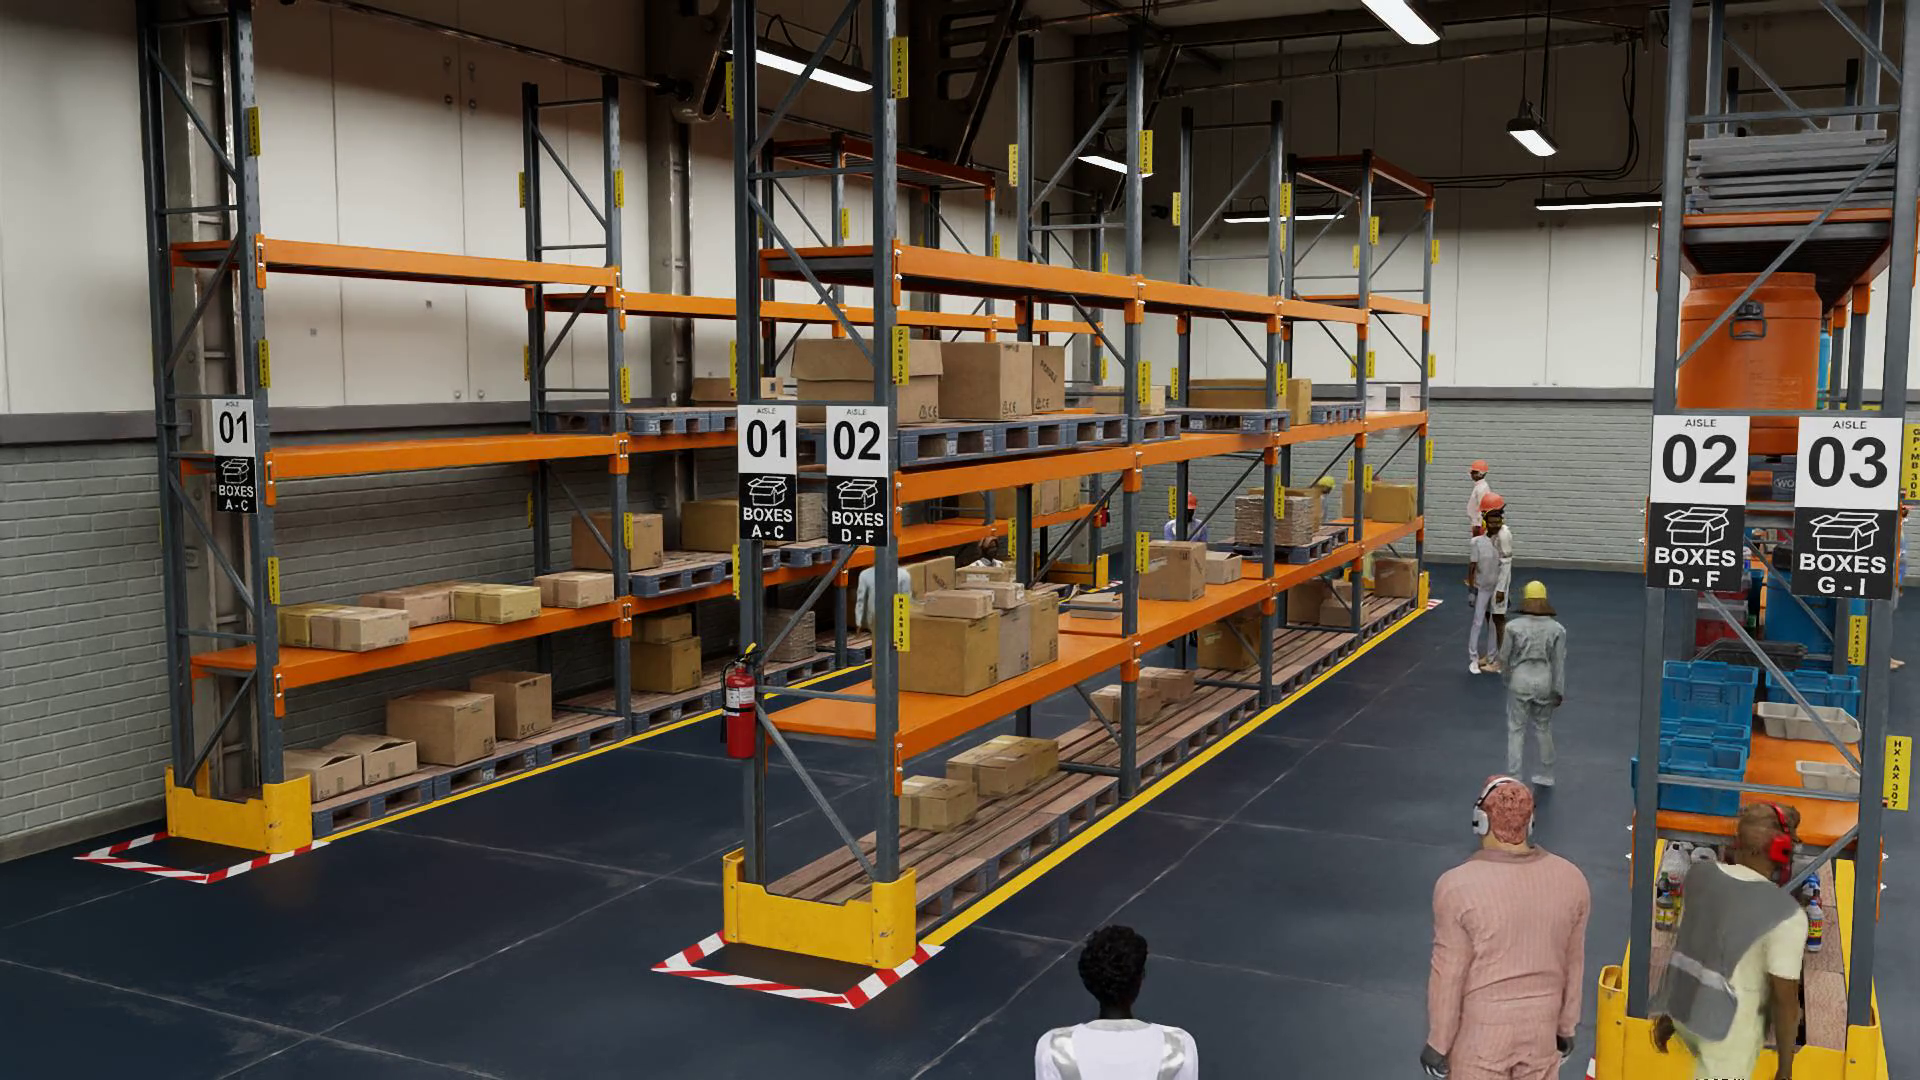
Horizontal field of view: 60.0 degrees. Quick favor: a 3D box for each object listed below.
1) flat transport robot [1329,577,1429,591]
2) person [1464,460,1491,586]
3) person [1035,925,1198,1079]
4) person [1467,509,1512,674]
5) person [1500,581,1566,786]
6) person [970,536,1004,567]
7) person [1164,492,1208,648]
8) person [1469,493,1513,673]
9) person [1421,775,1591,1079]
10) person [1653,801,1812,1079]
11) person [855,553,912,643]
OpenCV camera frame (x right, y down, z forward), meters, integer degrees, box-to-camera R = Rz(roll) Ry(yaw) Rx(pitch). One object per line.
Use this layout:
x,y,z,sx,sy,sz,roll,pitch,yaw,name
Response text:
6.367,0.690,25.282,1.431,0.197,0.652,2,6,21,flat transport robot
8.196,-0.267,26.296,0.373,1.997,0.619,2,6,15,person
0.491,2.049,5.212,0.533,1.698,0.322,0,6,0,person
5.965,0.577,18.701,0.516,1.871,0.325,-1,6,-9,person
4.630,1.184,13.509,0.499,1.715,0.433,1,6,5,person
0.291,0.776,17.845,0.522,1.645,0.306,-6,8,-44,person
2.776,0.375,20.413,0.542,1.928,0.400,-1,6,-8,person
6.011,0.485,18.789,0.394,2.037,0.605,0,6,0,person
2.033,1.835,6.291,0.648,1.907,0.401,-2,6,-15,person
2.989,1.889,6.356,0.805,1.789,0.600,-1,6,-13,person
-0.778,0.821,17.106,0.572,1.710,0.915,1,6,12,person
